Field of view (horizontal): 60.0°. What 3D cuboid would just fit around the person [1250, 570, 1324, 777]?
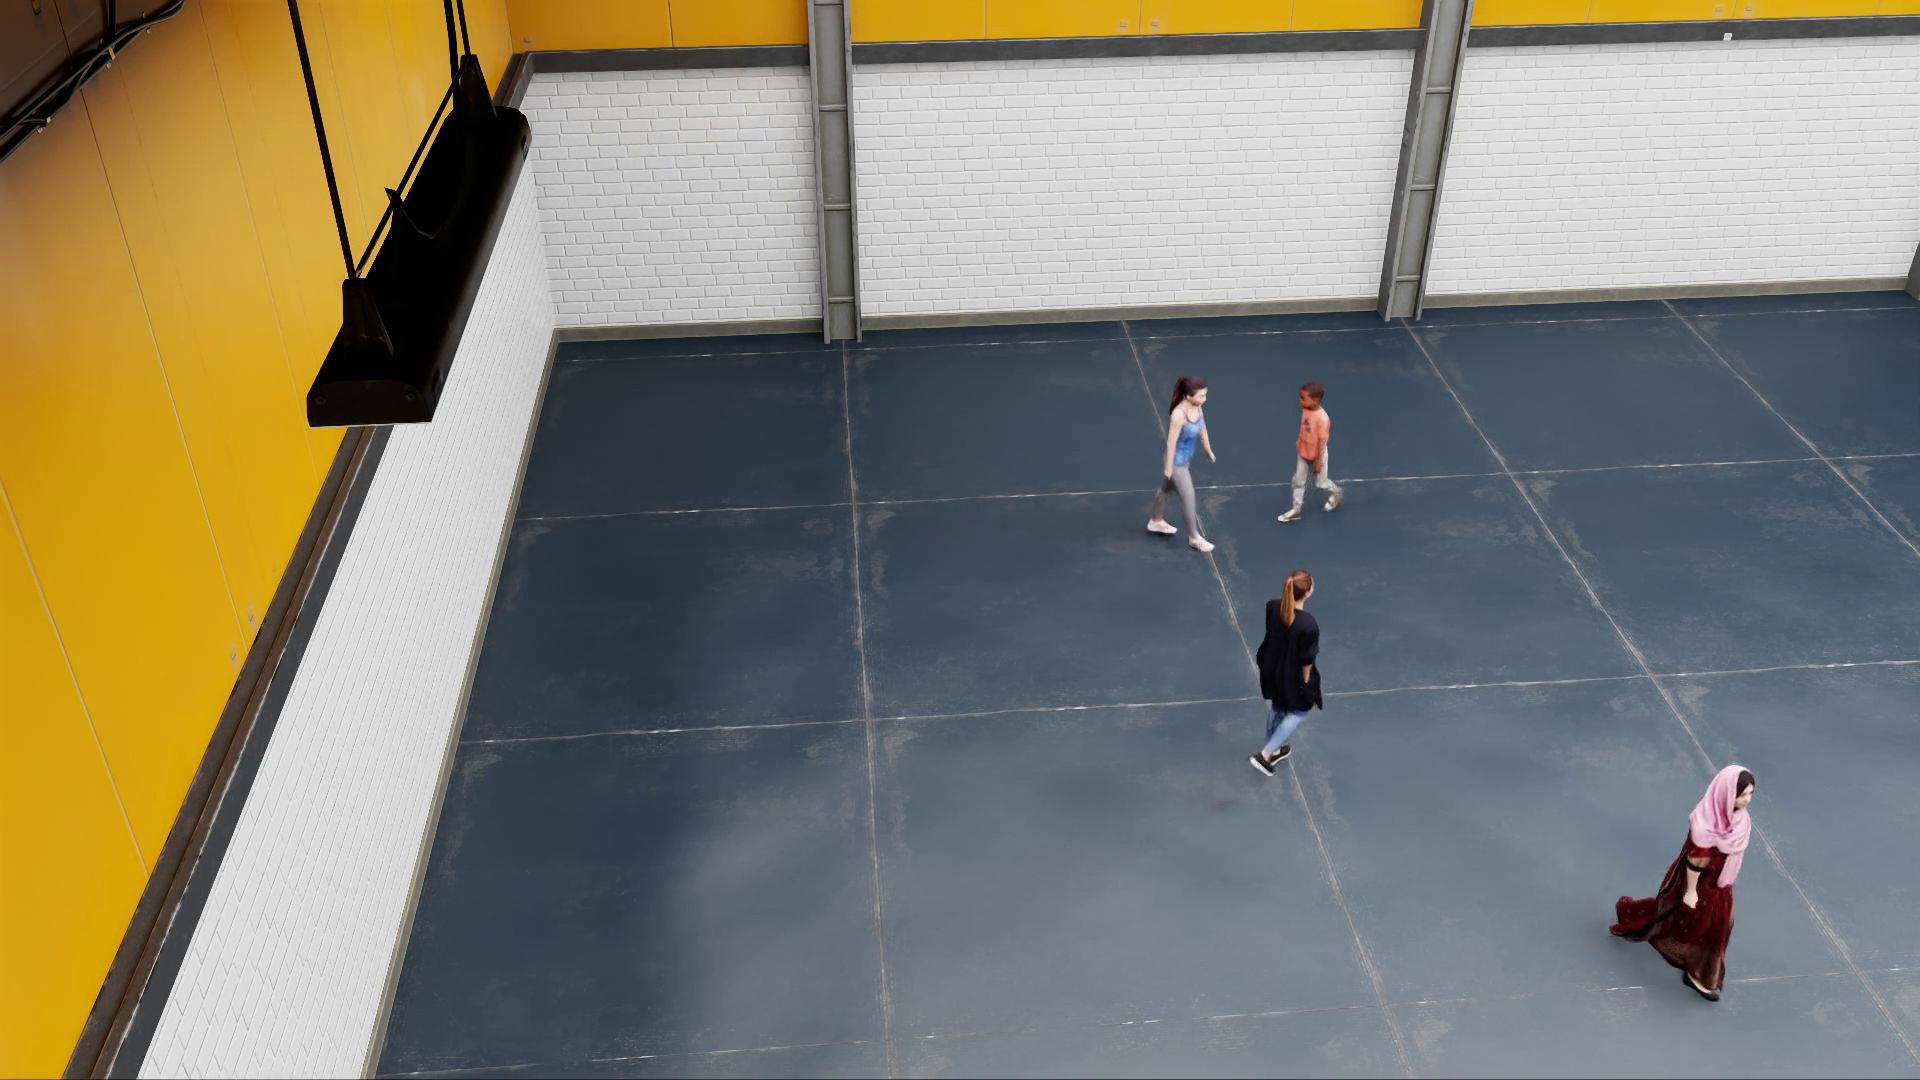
[{"bbox_3d":[2.176,0.942,11.372,0.912,1.673,0.833,-26,41,-33],"label":"person"}]

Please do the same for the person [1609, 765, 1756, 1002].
[{"bbox_3d":[4.334,1.962,9.892,1.063,1.612,0.975,-17,37,-23],"label":"person"}]

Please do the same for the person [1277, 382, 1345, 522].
[{"bbox_3d":[3.089,-0.756,14.277,0.950,1.284,0.732,-19,38,-26],"label":"person"}]

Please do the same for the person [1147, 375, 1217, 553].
[{"bbox_3d":[1.767,-0.676,13.890,0.995,1.580,0.871,14,36,19],"label":"person"}]
